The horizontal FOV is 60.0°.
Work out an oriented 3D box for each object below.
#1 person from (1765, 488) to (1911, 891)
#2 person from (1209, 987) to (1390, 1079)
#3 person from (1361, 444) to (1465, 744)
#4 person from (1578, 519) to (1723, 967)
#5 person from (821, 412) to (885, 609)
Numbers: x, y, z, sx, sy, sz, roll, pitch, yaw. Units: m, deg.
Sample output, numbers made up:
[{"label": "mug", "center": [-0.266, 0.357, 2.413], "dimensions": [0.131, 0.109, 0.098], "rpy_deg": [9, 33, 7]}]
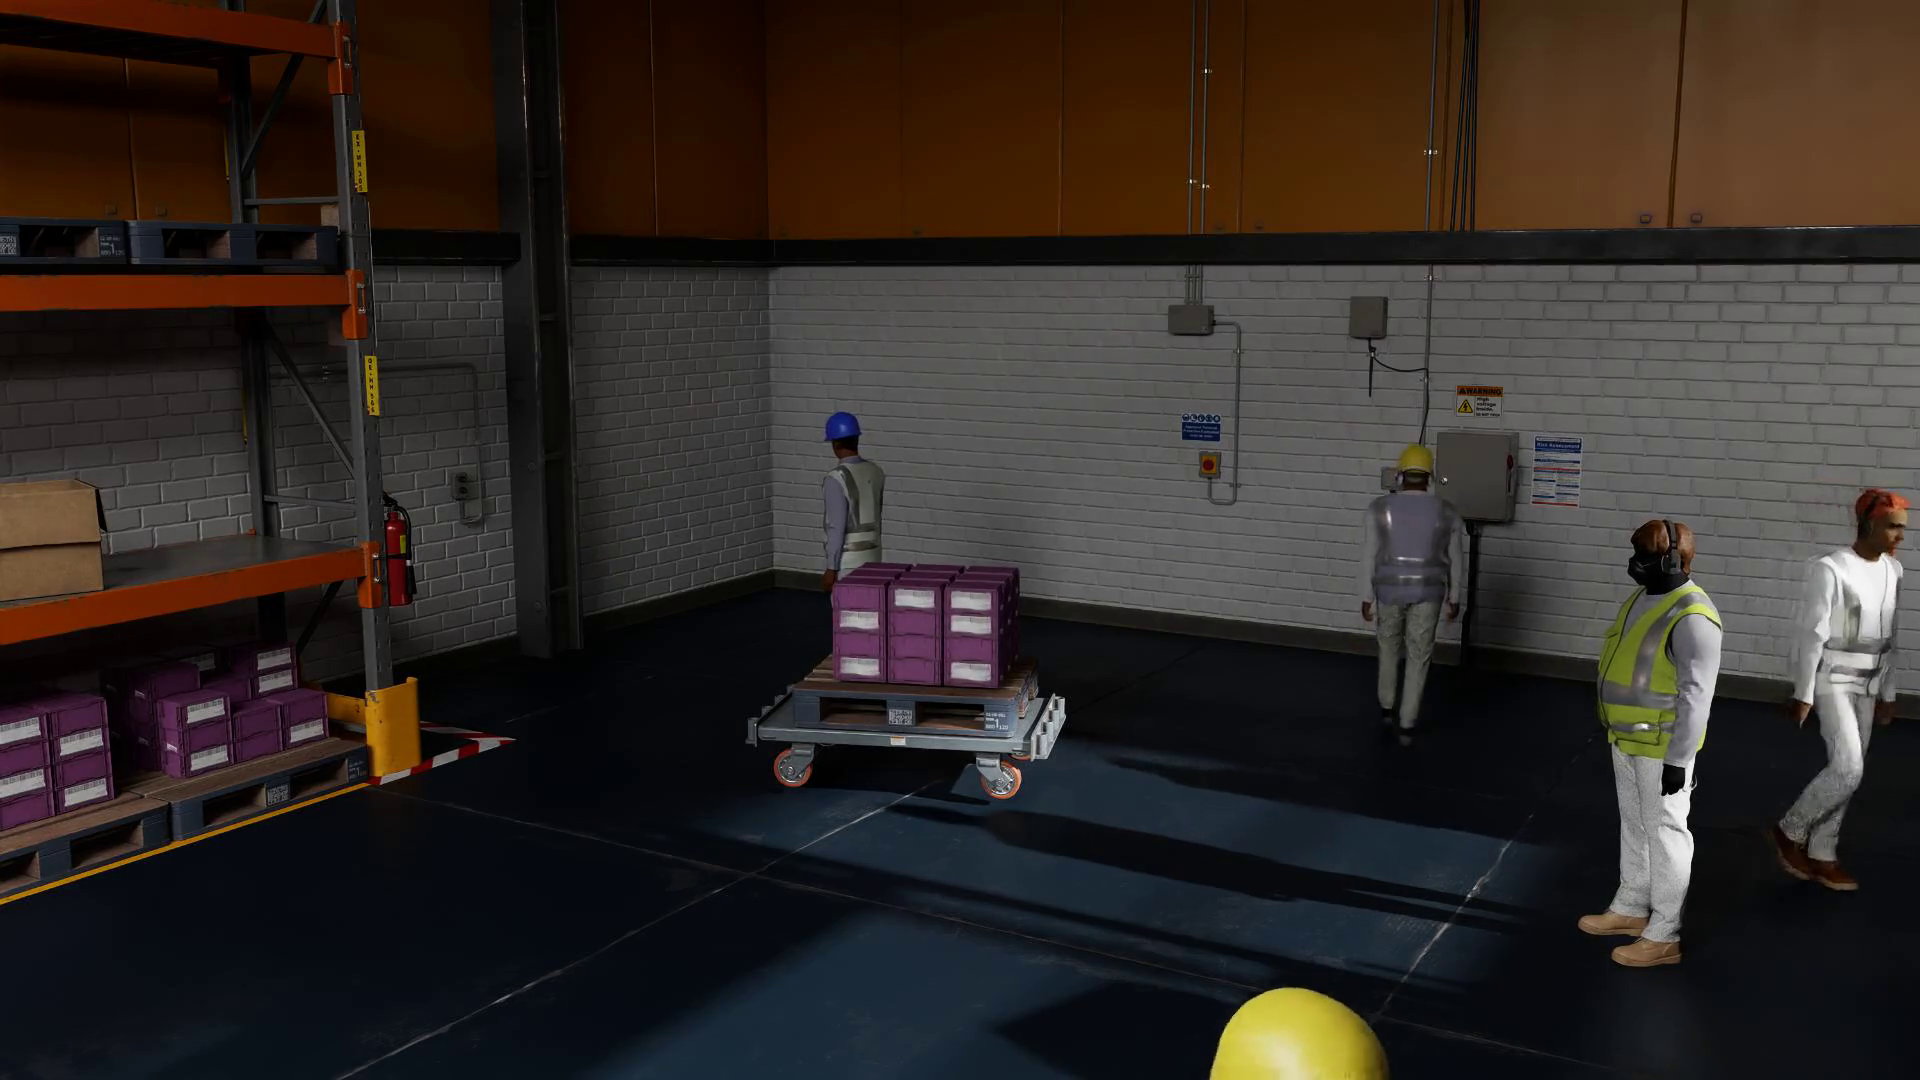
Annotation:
[{"label": "person", "center": [4.094, 0.690, 7.642], "dimensions": [0.606, 1.868, 0.404], "rpy_deg": [-5, 10, -28]}, {"label": "person", "center": [0.534, 1.554, 2.242], "dimensions": [0.438, 1.880, 0.722], "rpy_deg": [-1, 9, -4]}, {"label": "person", "center": [2.794, 0.302, 10.281], "dimensions": [0.614, 1.794, 0.847], "rpy_deg": [2, 9, 15]}, {"label": "person", "center": [2.850, 0.828, 6.873], "dimensions": [0.429, 1.845, 0.621], "rpy_deg": [0, 9, 0]}, {"label": "person", "center": [-0.719, 0.130, 10.917], "dimensions": [0.406, 1.939, 0.614], "rpy_deg": [5, 10, 28]}]
